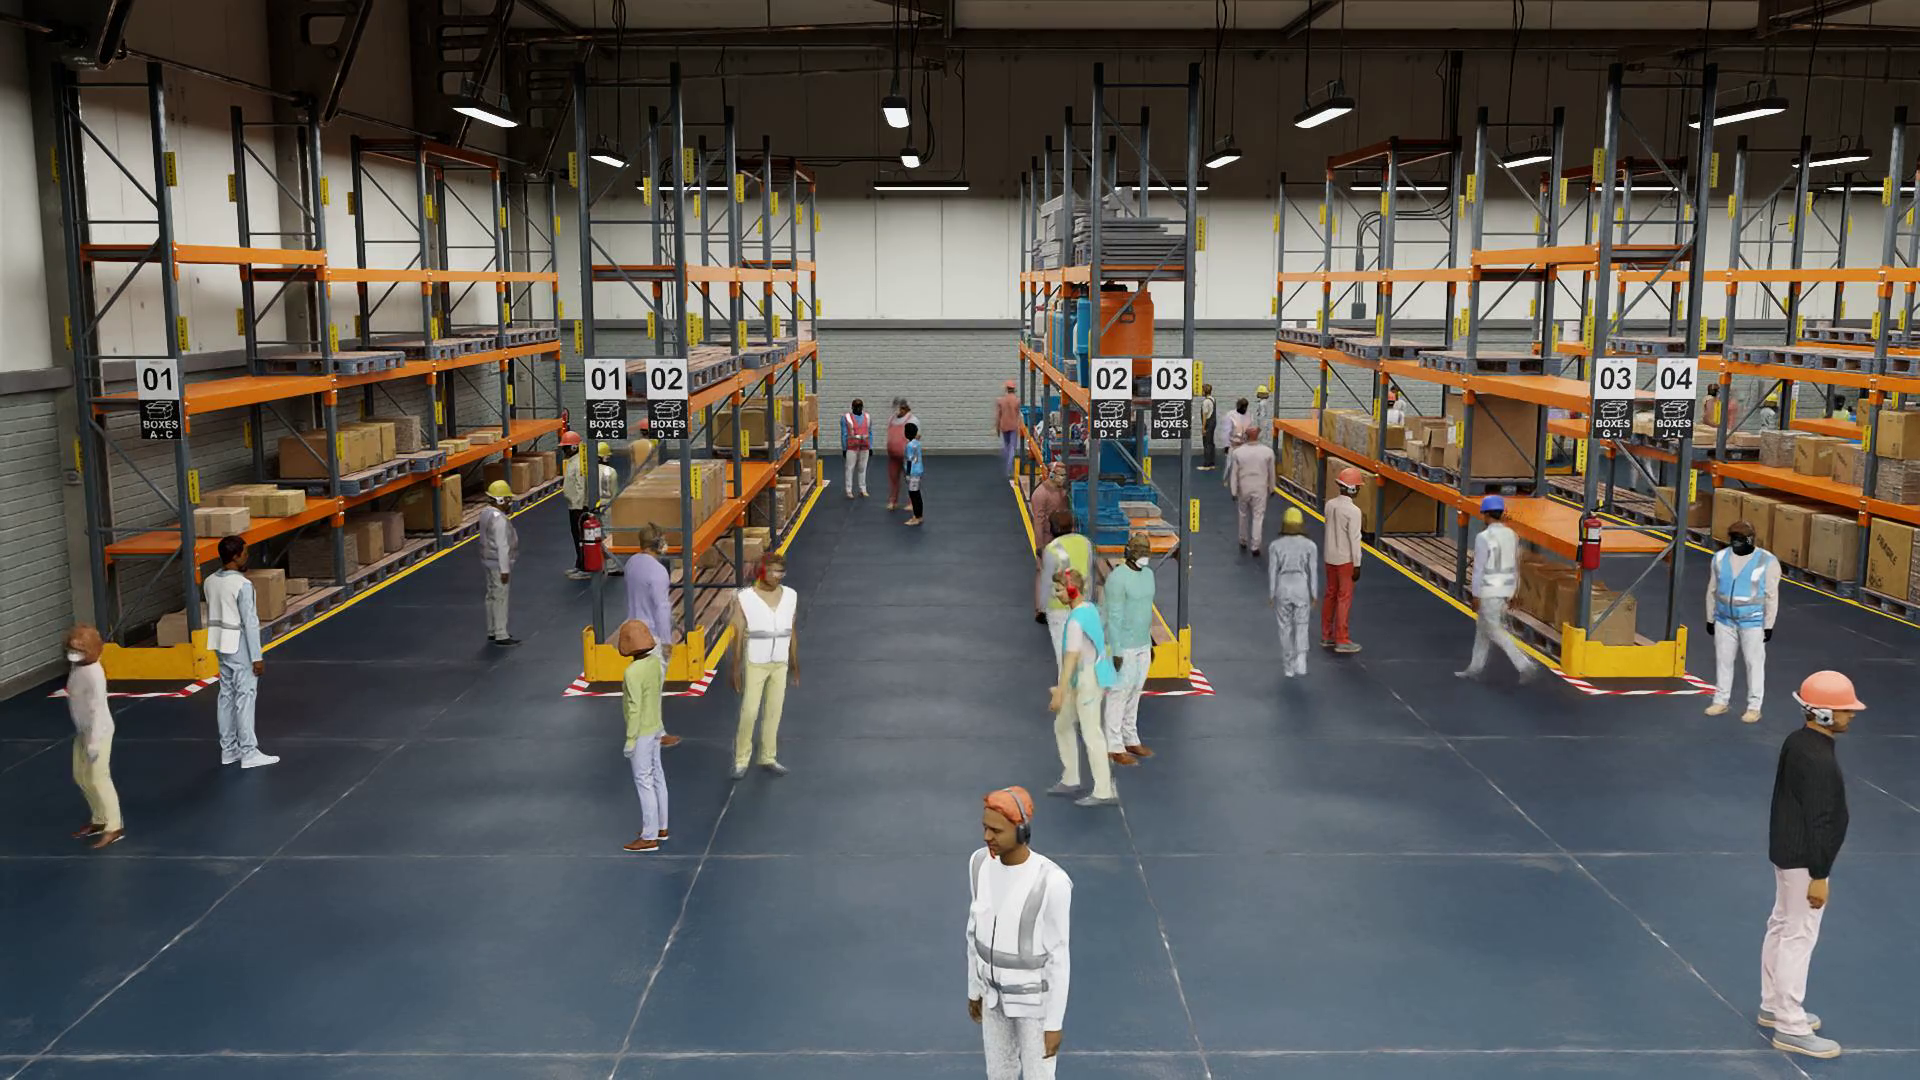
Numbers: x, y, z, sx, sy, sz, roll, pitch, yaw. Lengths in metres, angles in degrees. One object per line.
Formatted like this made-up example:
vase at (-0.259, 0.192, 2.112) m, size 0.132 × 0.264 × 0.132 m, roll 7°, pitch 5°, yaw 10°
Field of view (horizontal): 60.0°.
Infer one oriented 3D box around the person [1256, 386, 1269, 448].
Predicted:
person at (6.522, -2.469, 35.981) m, size 0.295 × 1.743 × 0.493 m, roll 3°, pitch 9°, yaw 19°

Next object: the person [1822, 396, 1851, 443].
person at (17.938, -2.117, 33.968) m, size 0.542 × 1.647 × 0.872 m, roll -1°, pitch 9°, yaw -5°

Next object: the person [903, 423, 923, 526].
person at (-0.770, -1.079, 27.219) m, size 0.321 × 1.689 × 0.533 m, roll 2°, pitch 9°, yaw 11°

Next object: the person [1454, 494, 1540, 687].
person at (5.315, 0.516, 16.315) m, size 0.623 × 1.903 × 0.847 m, roll -8°, pitch 12°, yaw -42°

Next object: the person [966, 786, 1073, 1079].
person at (0.236, 1.957, 7.087) m, size 0.348 × 1.879 × 0.578 m, roll -8°, pitch 12°, yaw -43°

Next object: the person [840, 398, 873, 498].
person at (-1.883, -1.688, 30.645) m, size 0.624 × 1.844 × 0.430 m, roll -4°, pitch 10°, yaw -26°

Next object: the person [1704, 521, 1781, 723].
person at (7.087, 0.738, 15.113) m, size 0.435 × 1.831 × 0.631 m, roll -7°, pitch 11°, yaw -38°

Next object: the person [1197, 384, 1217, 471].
person at (5.233, -2.380, 35.118) m, size 0.343 × 1.839 × 0.506 m, roll 5°, pitch 10°, yaw 30°

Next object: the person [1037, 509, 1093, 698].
person at (0.974, 0.608, 15.922) m, size 0.488 × 1.823 × 0.648 m, roll 8°, pitch 12°, yaw 43°

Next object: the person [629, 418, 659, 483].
person at (-4.754, -0.900, 25.343) m, size 0.544 × 1.920 × 0.498 m, roll 2°, pitch 9°, yaw 12°

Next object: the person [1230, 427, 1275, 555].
person at (4.304, -0.733, 24.471) m, size 0.645 × 1.851 × 1.027 m, roll 2°, pitch 9°, yaw 11°

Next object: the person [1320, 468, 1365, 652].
person at (4.150, 0.214, 17.950) m, size 0.406 × 1.989 × 0.620 m, roll -3°, pitch 9°, yaw -21°

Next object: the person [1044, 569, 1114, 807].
person at (0.875, 1.126, 12.626) m, size 0.671 × 1.809 × 0.634 m, roll 1°, pitch 9°, yaw 7°

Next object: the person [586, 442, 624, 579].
person at (-4.801, -0.395, 22.361) m, size 0.596 × 1.831 × 0.403 m, roll 4°, pitch 10°, yaw 26°

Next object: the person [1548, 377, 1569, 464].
person at (13.081, -2.616, 36.395) m, size 0.572 × 1.905 × 0.733 m, roll 7°, pitch 11°, yaw 38°

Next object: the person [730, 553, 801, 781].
person at (-1.606, 1.016, 13.362) m, size 0.691 × 1.819 × 0.382 m, roll -6°, pitch 11°, yaw -36°

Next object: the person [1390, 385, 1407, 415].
person at (8.981, -2.268, 34.340) m, size 0.332 × 1.859 × 0.510 m, roll -7°, pitch 11°, yaw -38°

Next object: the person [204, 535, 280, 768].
person at (-5.943, 0.915, 13.650) m, size 0.592 × 1.920 × 0.392 m, roll 6°, pitch 10°, yaw 32°

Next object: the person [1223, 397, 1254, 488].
person at (5.238, -1.792, 31.388) m, size 0.634 × 1.818 × 0.629 m, roll -2°, pitch 9°, yaw -12°

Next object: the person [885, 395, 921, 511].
person at (-1.026, -1.517, 28.905) m, size 0.686 × 2.000 × 0.536 m, roll 6°, pitch 11°, yaw 34°

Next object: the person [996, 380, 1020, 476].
person at (1.112, -2.314, 34.312) m, size 0.642 × 1.957 × 0.915 m, roll 4°, pitch 10°, yaw 26°

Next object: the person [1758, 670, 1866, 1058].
person at (4.422, 1.653, 8.658) m, size 0.393 × 1.995 × 0.612 m, roll 2°, pitch 9°, yaw 14°

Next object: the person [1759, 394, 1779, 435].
person at (16.319, -2.088, 33.581) m, size 0.323 × 1.730 × 0.491 m, roll 0°, pitch 9°, yaw 1°

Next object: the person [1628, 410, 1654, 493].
person at (12.817, -1.770, 31.254) m, size 0.605 × 1.813 × 0.576 m, roll 0°, pitch 9°, yaw 2°

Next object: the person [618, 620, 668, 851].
person at (-2.238, 1.363, 11.680) m, size 0.280 × 1.631 × 0.507 m, roll 2°, pitch 9°, yaw 11°

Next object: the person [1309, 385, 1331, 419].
person at (7.275, -2.183, 33.550) m, size 0.367 × 1.926 × 0.594 m, roll -3°, pitch 9°, yaw -19°

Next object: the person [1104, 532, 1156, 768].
person at (1.420, 0.891, 13.756) m, size 0.372 × 1.935 × 0.627 m, roll 6°, pitch 11°, yaw 34°

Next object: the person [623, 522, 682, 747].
person at (-2.655, 0.811, 14.257) m, size 0.356 × 1.936 × 0.635 m, roll -7°, pitch 11°, yaw -36°

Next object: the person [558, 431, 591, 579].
person at (-5.168, -0.471, 22.356) m, size 0.407 × 1.985 × 0.618 m, roll -4°, pitch 10°, yaw -24°

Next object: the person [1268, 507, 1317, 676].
person at (3.333, 0.533, 16.713) m, size 0.498 × 1.719 × 0.499 m, roll 1°, pitch 9°, yaw 9°

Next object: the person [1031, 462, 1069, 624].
person at (1.093, 0.025, 19.469) m, size 0.401 × 1.893 × 0.652 m, roll 6°, pitch 11°, yaw 34°

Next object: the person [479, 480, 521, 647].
person at (-5.034, 0.255, 18.206) m, size 0.404 × 1.827 × 0.598 m, roll -5°, pitch 10°, yaw -31°

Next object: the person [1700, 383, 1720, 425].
person at (15.891, -2.393, 35.178) m, size 0.429 × 1.844 × 0.625 m, roll 3°, pitch 9°, yaw 18°

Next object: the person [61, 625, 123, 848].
person at (-6.092, 1.376, 11.679) m, size 0.540 × 1.611 × 0.347 m, roll 8°, pitch 12°, yaw 43°

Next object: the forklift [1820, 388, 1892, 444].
forklift at (20.072, -3.110, 36.462) m, size 1.873 × 2.768 × 1.129 m, roll 0°, pitch 9°, yaw 0°

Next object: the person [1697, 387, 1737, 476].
person at (15.337, -2.198, 33.843) m, size 0.768 × 1.865 × 0.718 m, roll -8°, pitch 12°, yaw -41°
